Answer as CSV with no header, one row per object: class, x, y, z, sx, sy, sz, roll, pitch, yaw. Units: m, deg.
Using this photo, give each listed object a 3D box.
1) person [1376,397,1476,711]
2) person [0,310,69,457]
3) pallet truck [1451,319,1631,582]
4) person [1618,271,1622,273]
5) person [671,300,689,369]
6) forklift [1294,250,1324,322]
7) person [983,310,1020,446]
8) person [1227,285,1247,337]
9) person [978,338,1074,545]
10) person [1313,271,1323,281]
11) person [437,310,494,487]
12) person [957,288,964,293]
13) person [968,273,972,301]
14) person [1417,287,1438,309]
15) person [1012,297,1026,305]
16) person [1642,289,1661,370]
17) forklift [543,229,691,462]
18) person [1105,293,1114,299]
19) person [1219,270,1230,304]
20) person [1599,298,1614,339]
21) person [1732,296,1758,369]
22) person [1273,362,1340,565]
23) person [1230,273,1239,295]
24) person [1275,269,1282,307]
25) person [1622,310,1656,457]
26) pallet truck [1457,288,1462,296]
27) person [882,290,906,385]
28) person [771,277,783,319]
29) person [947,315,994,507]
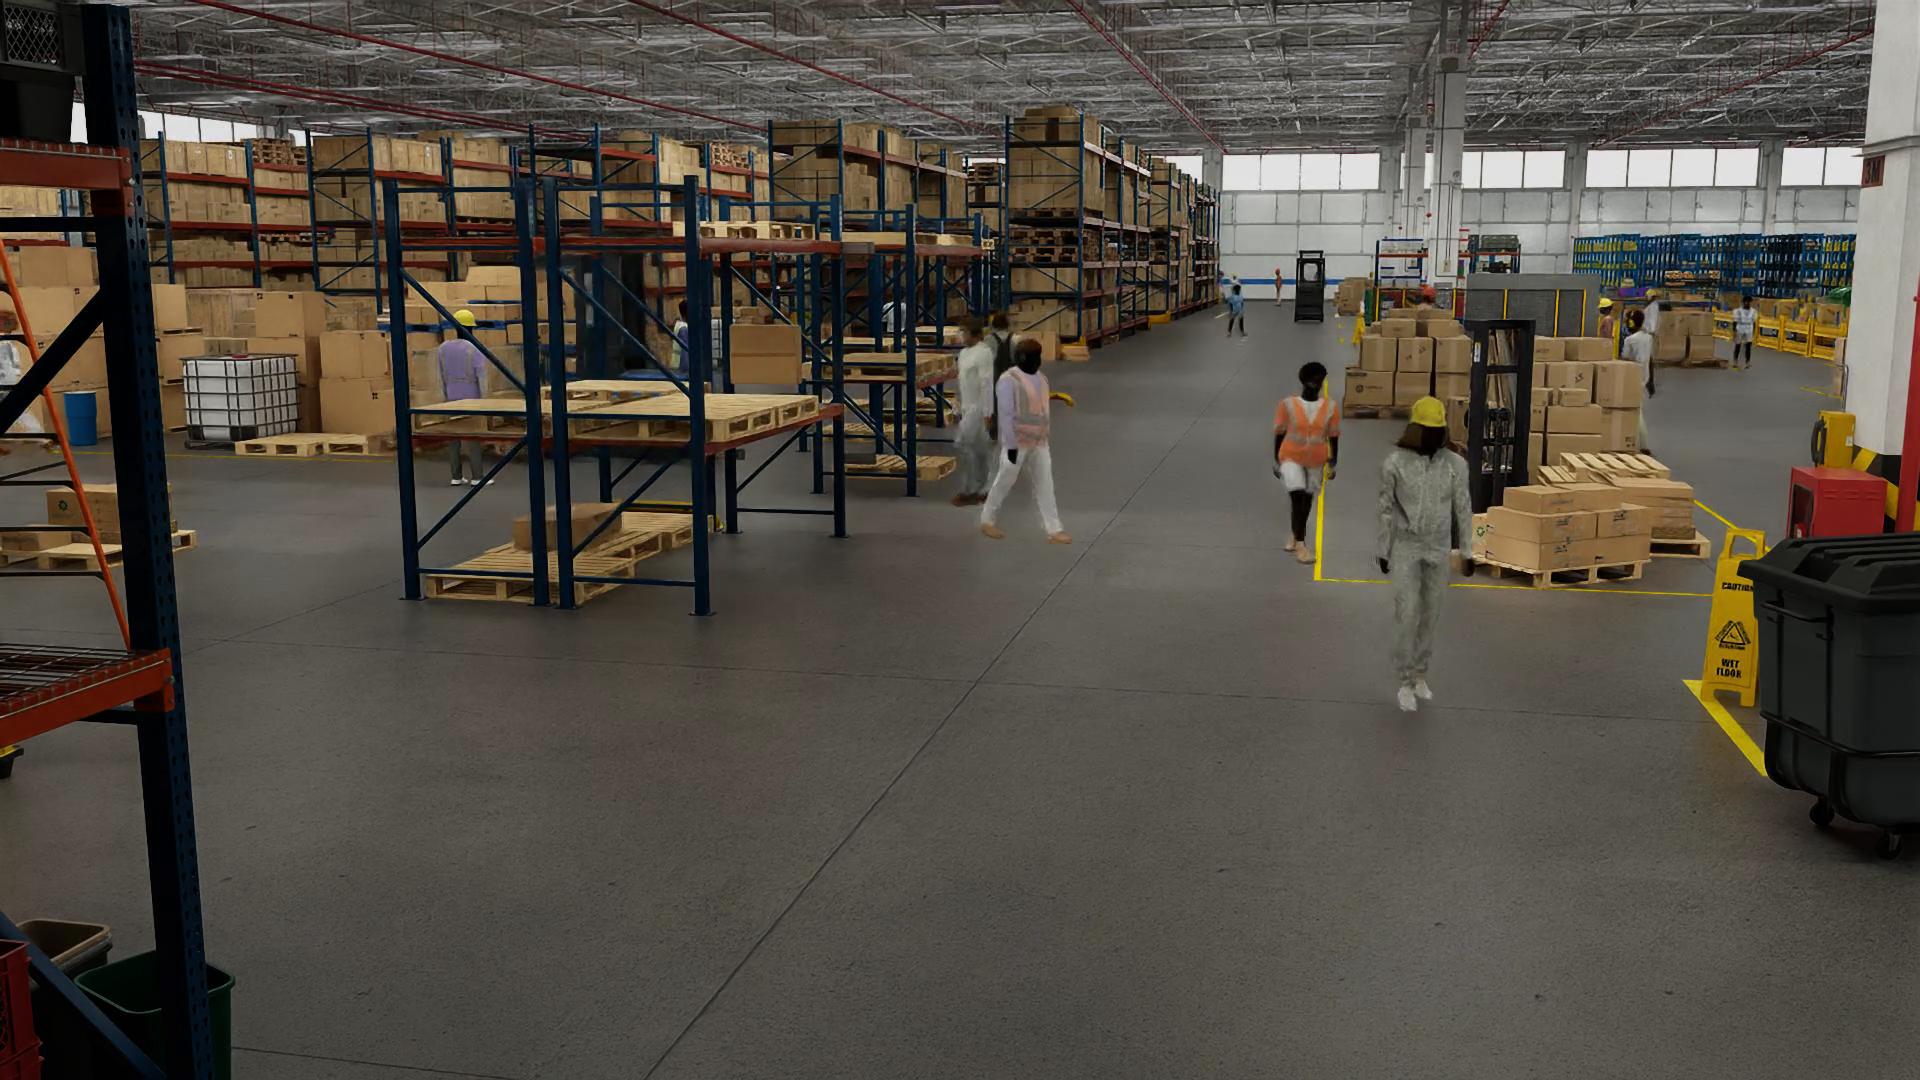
person,2.578,0.077,9.190,0.501,1.721,0.689,-1,10,-3
person,-11.822,-1.962,20.902,0.987,1.829,0.602,-3,10,-15
pallet truck,4.543,-0.757,13.299,0.823,1.965,1.885,-4,10,-22
person,35.792,-13.659,90.147,0.569,1.843,0.374,-6,11,-30
person,-3.838,-2.379,23.141,0.372,1.916,0.597,-2,10,-13
forklift,13.778,-10.002,65.433,1.129,2.768,1.873,2,10,12
person,0.567,-2.109,21.851,0.515,1.821,0.844,-3,10,-15
person,8.819,-7.288,52.997,0.538,1.648,0.888,-3,10,-19
person,0.549,-0.868,14.581,0.979,1.799,0.640,9,13,43
person,20.202,-14.280,93.980,0.938,1.789,0.651,-5,11,-29
person,-5.396,-1.543,18.162,0.594,1.924,0.381,3,10,17
person,-0.126,-10.642,72.135,0.549,1.907,0.912,4,10,20
person,0.583,-10.834,73.249,0.632,1.912,0.896,3,10,15
person,9.385,-4.064,33.126,0.808,1.908,0.578,9,13,43
person,2.013,-8.165,57.666,0.429,1.836,0.614,9,13,43
person,15.410,-4.719,37.338,0.627,1.800,0.611,4,10,20
forklift,-4.150,-2.414,20.503,1.873,2.768,1.129,2,10,12
person,6.254,-10.150,70.109,0.504,1.586,0.652,1,10,6
person,14.404,-13.981,92.006,1.014,1.863,0.592,2,10,14
person,11.793,-3.532,30.420,0.328,1.765,0.528,4,10,23
person,17.844,-4.737,37.875,0.531,1.659,0.869,2,10,14
person,2.837,-0.661,13.749,0.532,1.653,0.818,-1,10,-3
person,14.903,-13.630,90.318,0.515,1.734,0.854,1,10,7
person,16.656,-13.217,87.135,0.414,1.985,0.611,1,10,5
person,8.427,-1.982,21.047,0.528,1.823,0.964,-6,11,-32
pallet truck,20.506,-9.785,68.819,0.653,1.274,1.630,2,10,12
person,-1.234,-4.055,32.942,0.603,1.959,0.375,4,11,24
person,-5.962,-7.590,53.990,0.392,1.922,0.593,-3,10,-19
person,0.044,-1.281,16.633,0.678,1.914,0.650,-3,10,-19
